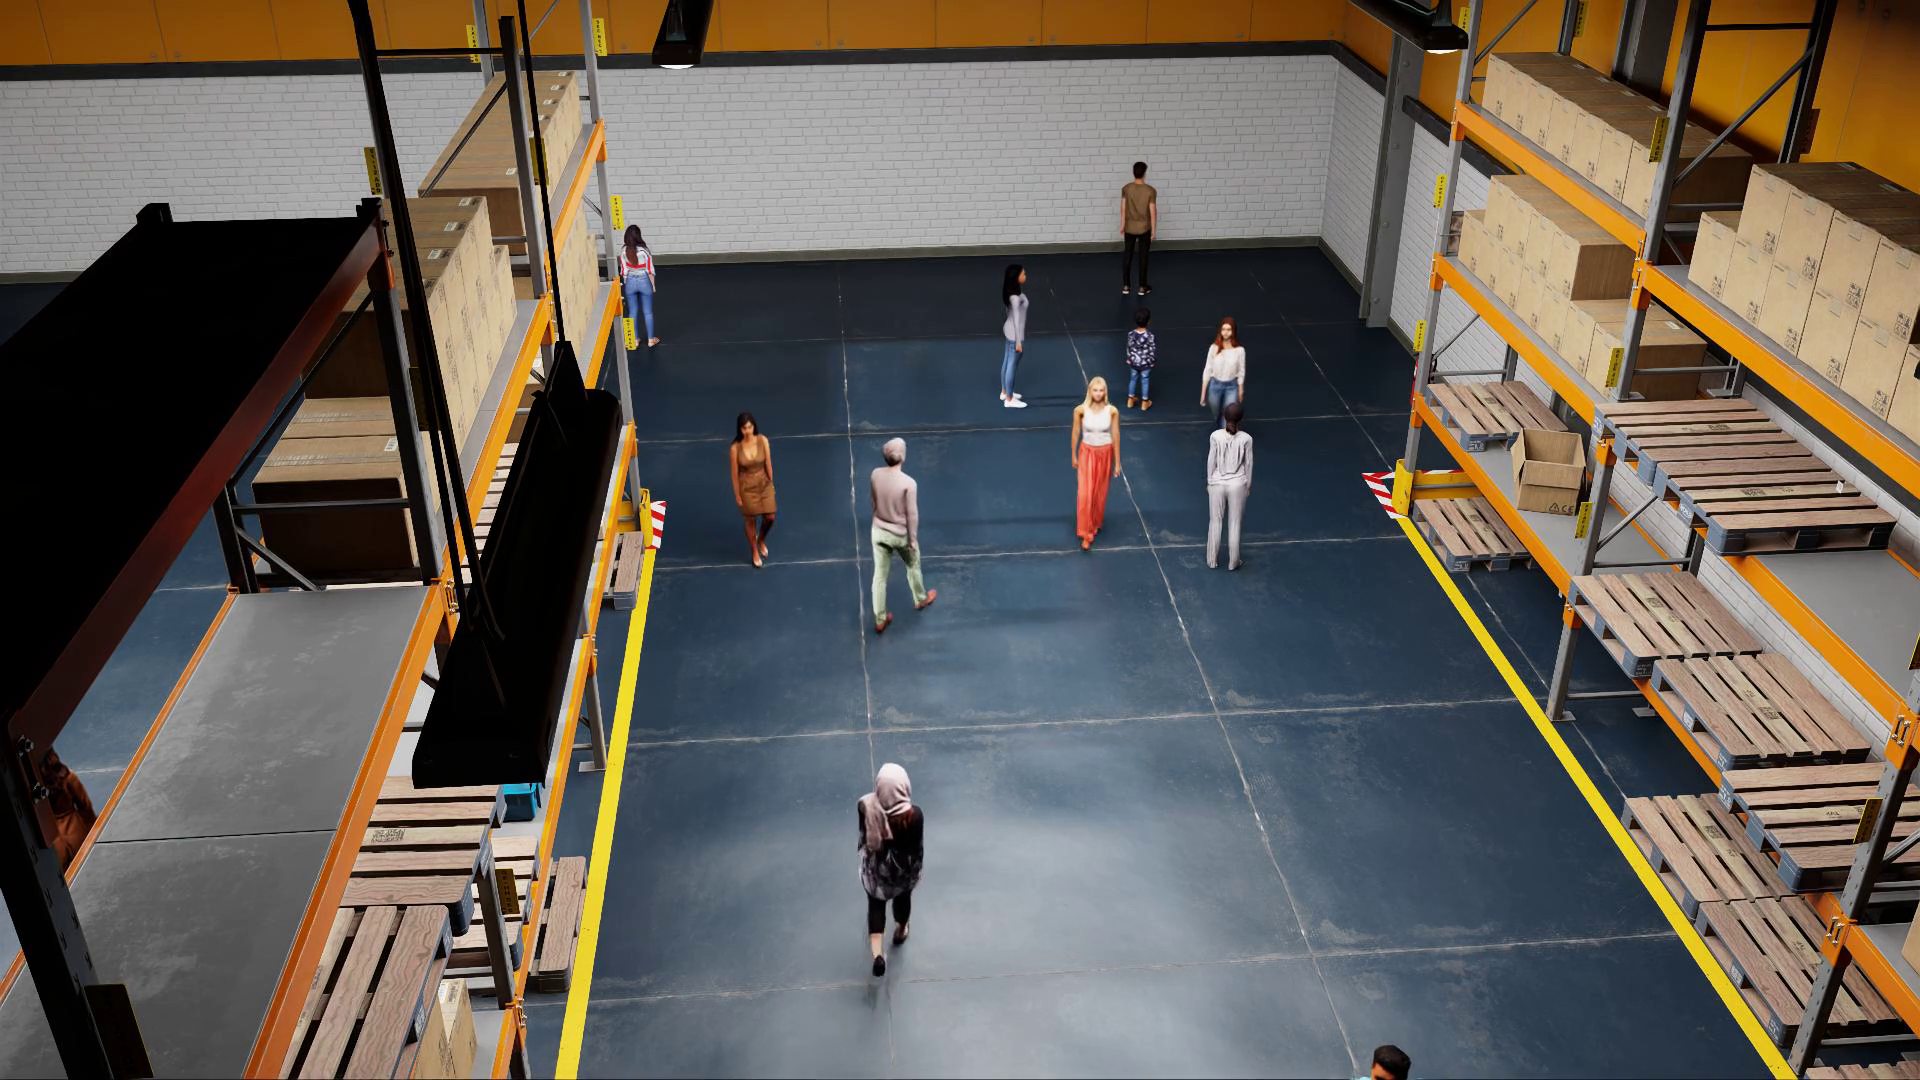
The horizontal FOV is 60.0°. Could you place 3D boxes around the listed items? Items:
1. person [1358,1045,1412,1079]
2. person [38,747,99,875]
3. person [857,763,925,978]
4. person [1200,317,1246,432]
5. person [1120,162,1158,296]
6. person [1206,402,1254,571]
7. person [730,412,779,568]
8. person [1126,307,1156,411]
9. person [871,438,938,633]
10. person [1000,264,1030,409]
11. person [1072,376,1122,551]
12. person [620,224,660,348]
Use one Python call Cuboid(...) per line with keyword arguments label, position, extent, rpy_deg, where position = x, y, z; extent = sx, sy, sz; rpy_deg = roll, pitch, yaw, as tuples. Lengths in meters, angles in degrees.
Cuboid(label="person", position=(2.284, 3.395, 9.075), extent=(1.053, 1.730, 1.239), rpy_deg=(15, 32, 25))
Cuboid(label="person", position=(-6.180, 2.084, 11.488), extent=(0.739, 1.720, 0.689), rpy_deg=(-10, 30, -18))
Cuboid(label="person", position=(-0.493, 2.245, 11.299), extent=(0.739, 1.619, 1.008), rpy_deg=(3, 29, 6))
Cuboid(label="person", position=(2.919, -1.662, 18.398), extent=(0.902, 1.680, 1.215), rpy_deg=(9, 30, 15))
Cuboid(label="person", position=(2.465, -4.337, 23.125), extent=(0.748, 1.850, 0.726), rpy_deg=(11, 30, 19))
Cuboid(label="person", position=(2.617, -0.522, 16.209), extent=(0.657, 1.774, 0.649), rpy_deg=(8, 30, 14))
Cuboid(label="person", position=(-2.055, -0.519, 16.309), extent=(0.676, 1.674, 0.706), rpy_deg=(-13, 31, -23))
Cuboid(label="person", position=(2.142, -2.160, 19.763), extent=(0.574, 1.247, 0.608), rpy_deg=(14, 32, 24))
Cuboid(label="person", position=(-0.660, 0.006, 15.173), extent=(1.013, 1.841, 1.166), rpy_deg=(12, 31, 21))
Cuboid(label="person", position=(0.627, -2.437, 19.762), extent=(0.677, 1.734, 0.469), rpy_deg=(-4, 29, -7))
Cuboid(label="person", position=(1.366, -0.854, 16.814), extent=(0.693, 1.778, 0.970), rpy_deg=(0, 29, 0))
Cuboid(label="person", position=(-4.146, -3.287, 21.447), extent=(0.605, 1.613, 0.546), rpy_deg=(2, 29, 3))
